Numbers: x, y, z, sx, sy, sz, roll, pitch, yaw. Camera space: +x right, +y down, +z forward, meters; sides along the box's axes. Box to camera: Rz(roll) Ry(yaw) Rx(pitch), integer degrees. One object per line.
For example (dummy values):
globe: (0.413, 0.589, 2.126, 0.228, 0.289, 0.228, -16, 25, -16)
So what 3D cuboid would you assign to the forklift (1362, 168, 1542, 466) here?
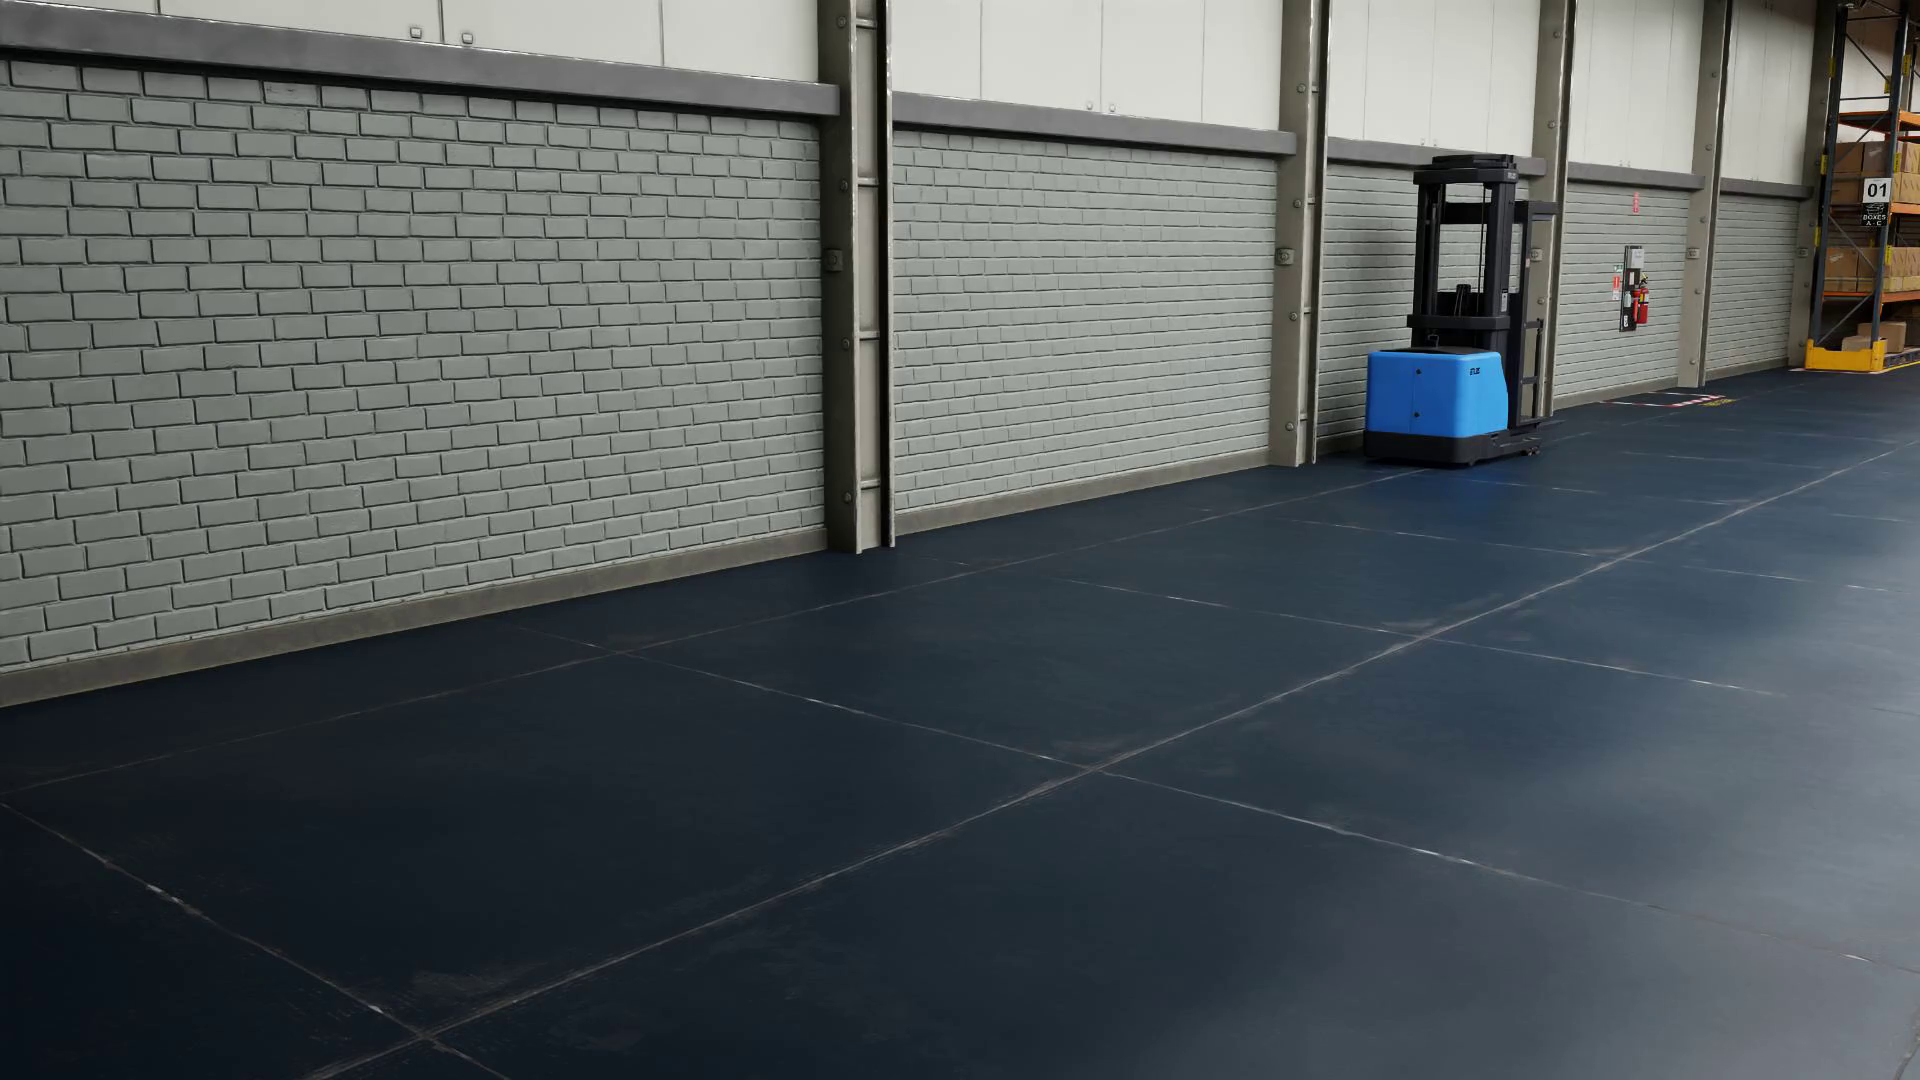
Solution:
forklift: (4.875, -2.212, 16.287, 1.129, 2.768, 1.873, 8, 13, 40)
